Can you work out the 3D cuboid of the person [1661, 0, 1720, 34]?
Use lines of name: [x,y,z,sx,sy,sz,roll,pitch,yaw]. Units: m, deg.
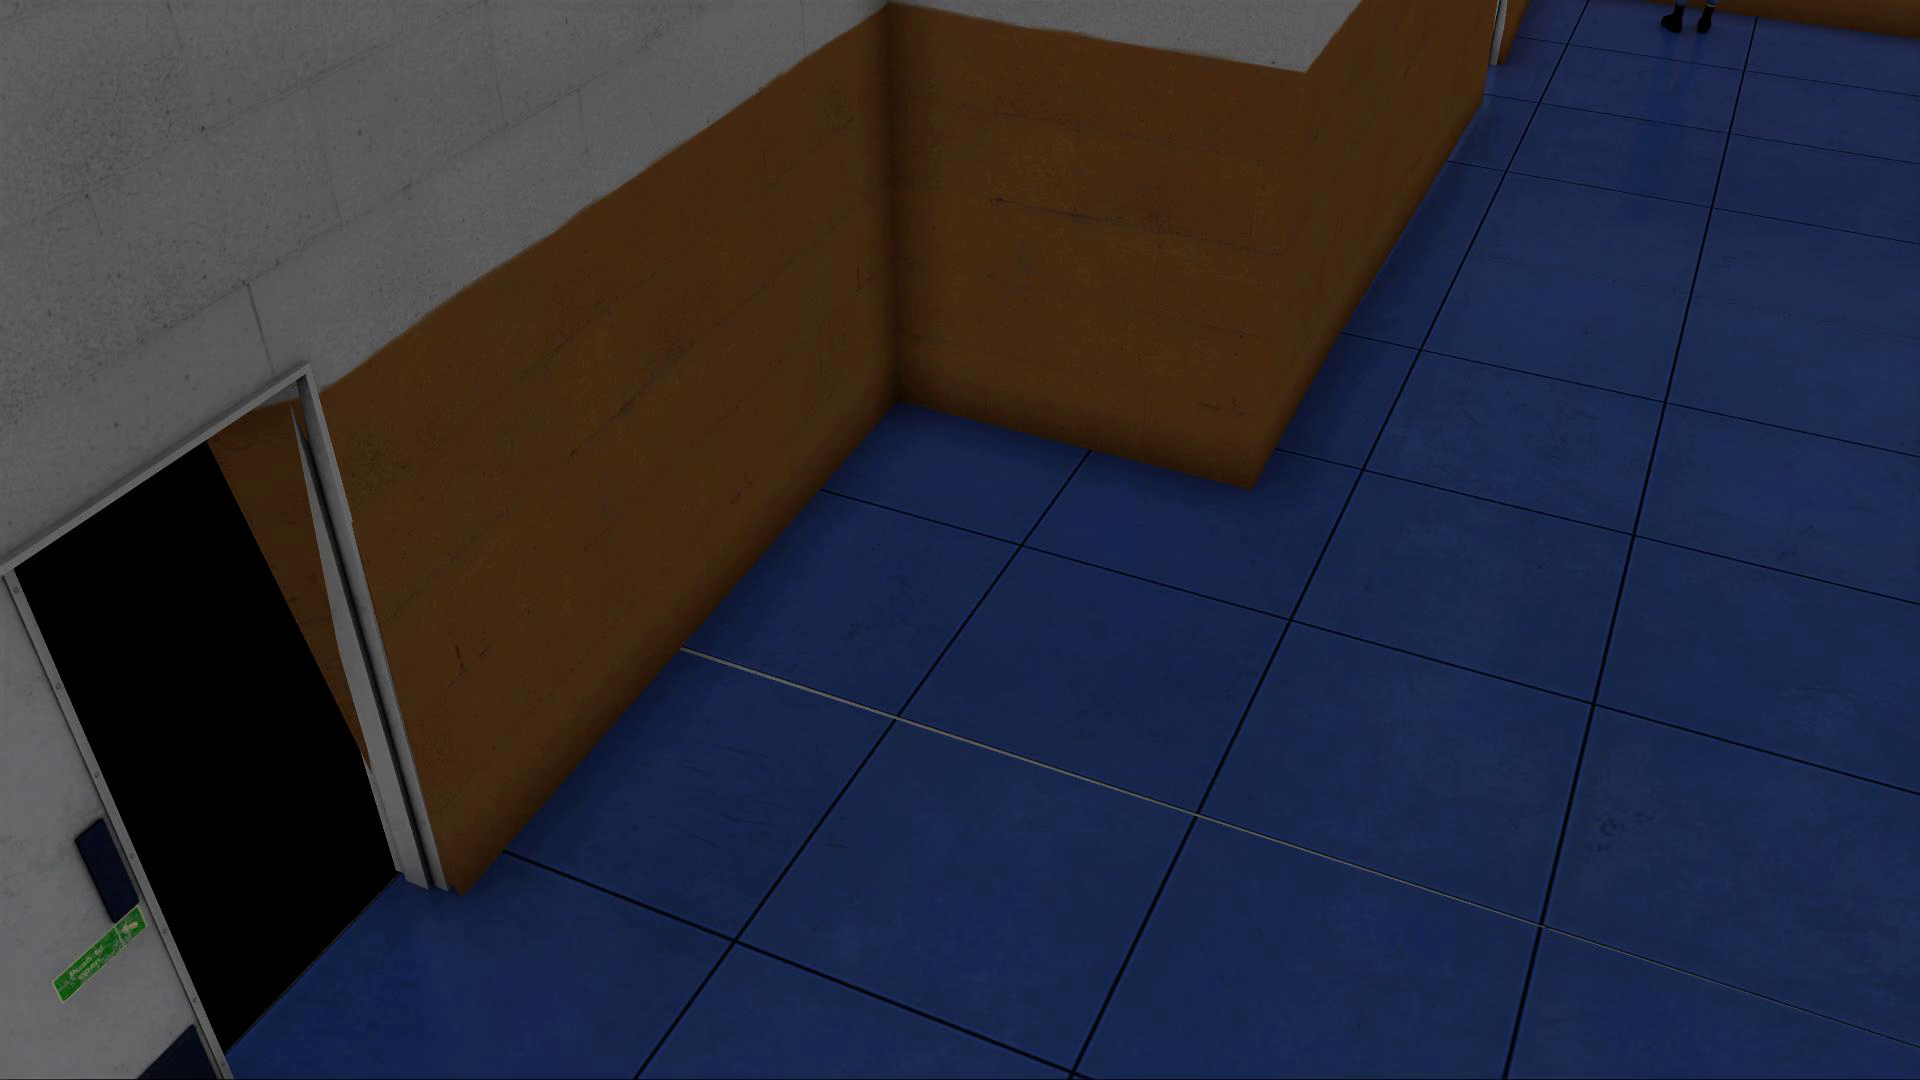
person: [5.959,-4.868,13.125,0.574,1.702,0.689,3,37,4]
